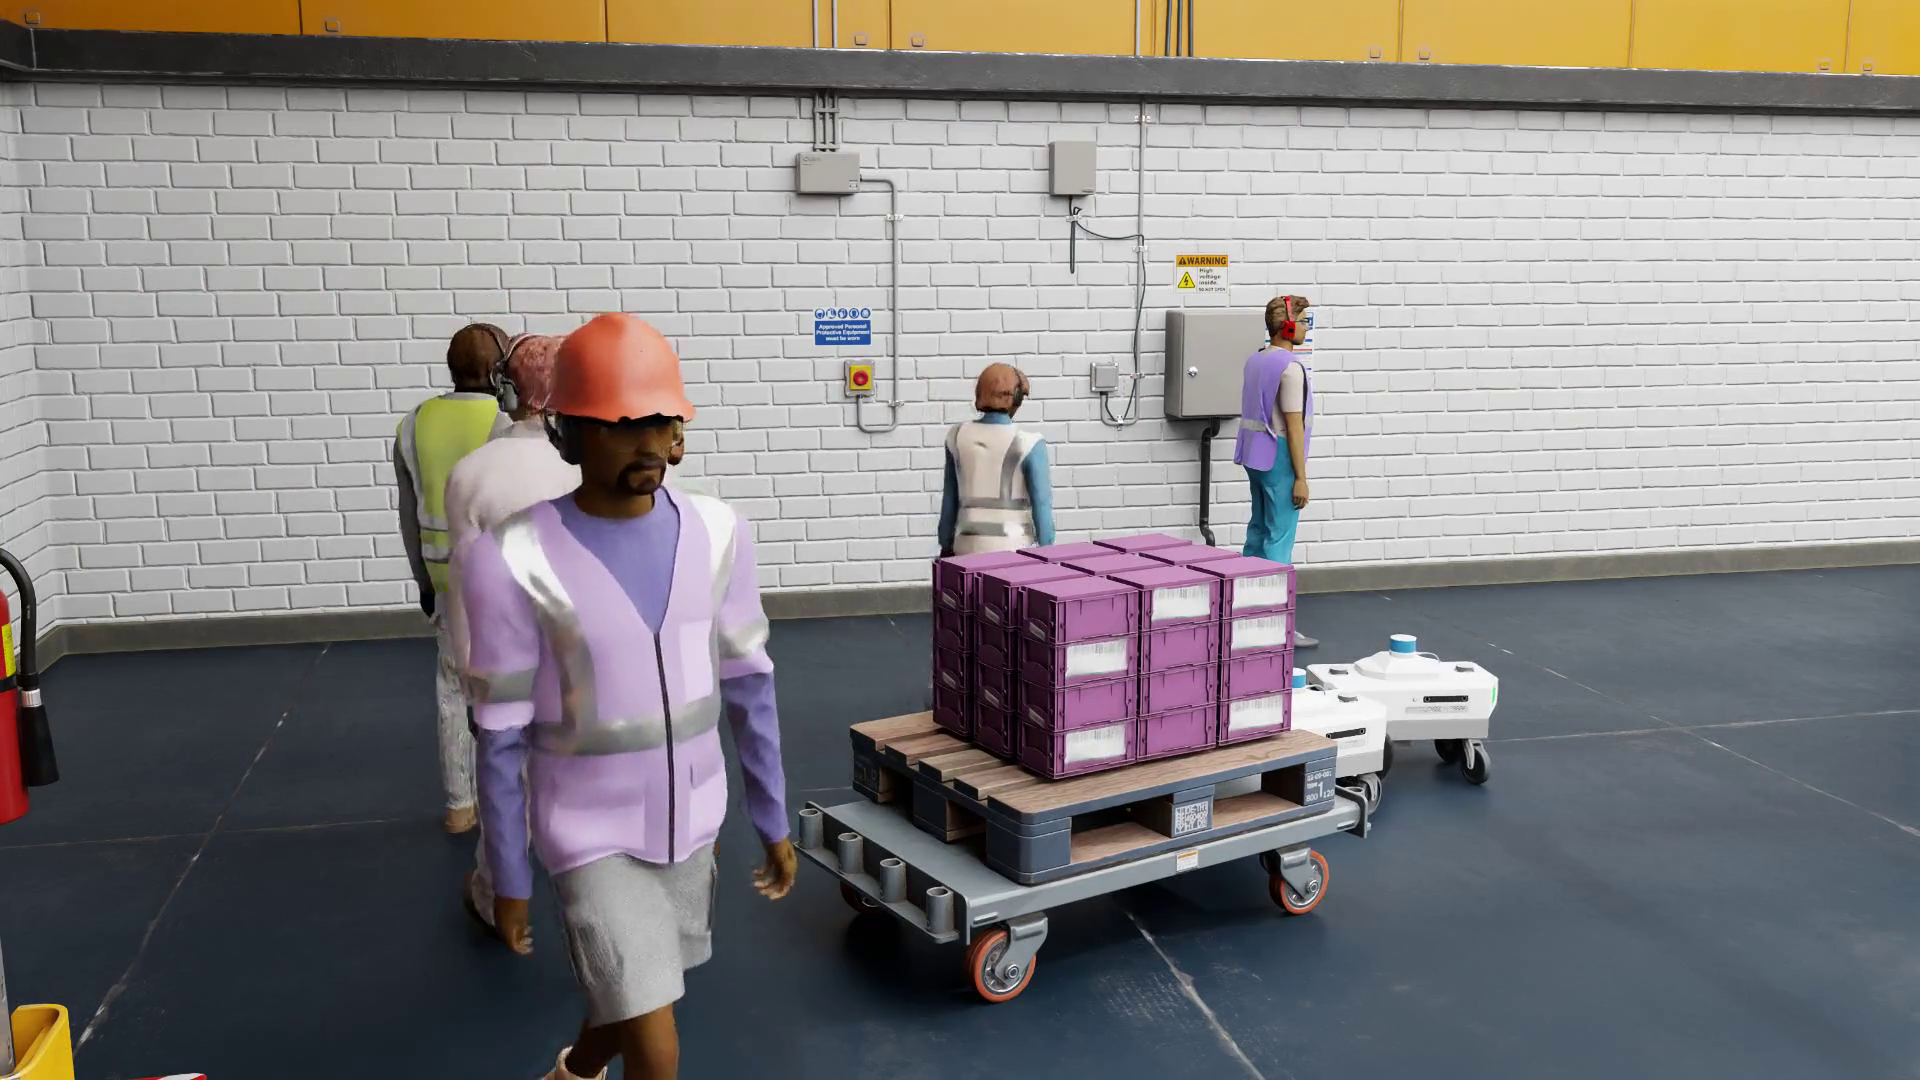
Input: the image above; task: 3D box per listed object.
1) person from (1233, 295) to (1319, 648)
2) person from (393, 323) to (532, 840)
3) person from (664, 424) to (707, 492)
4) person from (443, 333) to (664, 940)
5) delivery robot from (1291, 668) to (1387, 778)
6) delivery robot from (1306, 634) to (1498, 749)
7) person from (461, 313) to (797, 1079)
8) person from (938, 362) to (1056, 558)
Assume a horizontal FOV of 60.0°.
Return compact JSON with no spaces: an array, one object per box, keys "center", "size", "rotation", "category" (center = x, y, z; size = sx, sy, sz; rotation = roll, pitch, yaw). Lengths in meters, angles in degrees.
[{"center":[1.654,-0.357,8.755],"size":[0.389,1.843,0.563],"rotation":[-3,11,-15],"category":"person"},{"center":[-1.668,0.156,5.934],"size":[0.640,1.840,0.429],"rotation":[4,11,20],"category":"person"},{"center":[-1.062,0.307,5.688],"size":[0.494,1.624,0.281],"rotation":[3,11,17],"category":"person"},{"center":[-1.195,0.337,4.864],"size":[0.656,1.867,0.940],"rotation":[-6,12,-28],"category":"person"},{"center":[1.218,0.715,6.129],"size":[0.707,0.478,0.477],"rotation":[-5,11,-25],"category":"delivery robot"},{"center":[1.762,0.622,6.645],"size":[0.707,0.478,0.477],"rotation":[-1,10,-5],"category":"delivery robot"},{"center":[-0.689,0.541,3.353],"size":[0.623,2.007,0.993],"rotation":[-9,14,-41],"category":"person"},{"center":[0.124,0.070,6.995],"size":[0.577,1.621,0.461],"rotation":[7,12,34],"category":"person"}]
